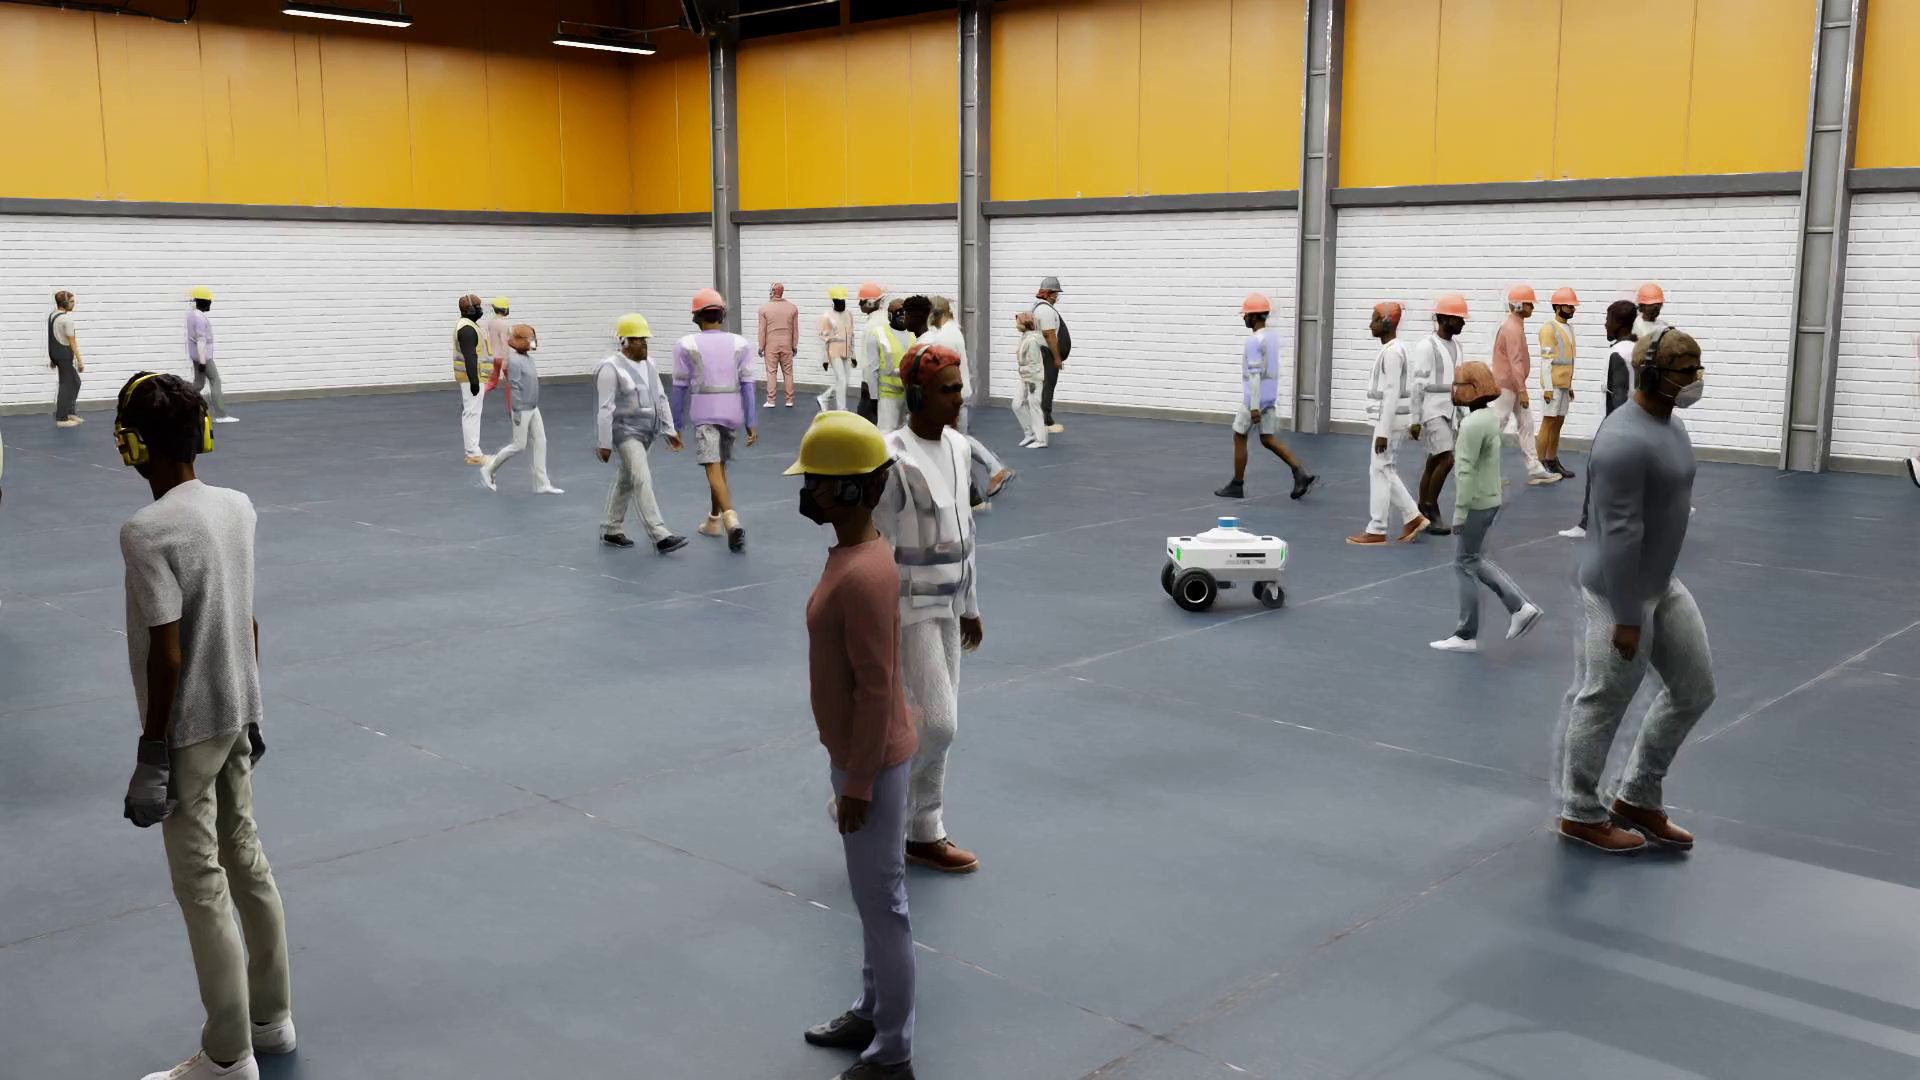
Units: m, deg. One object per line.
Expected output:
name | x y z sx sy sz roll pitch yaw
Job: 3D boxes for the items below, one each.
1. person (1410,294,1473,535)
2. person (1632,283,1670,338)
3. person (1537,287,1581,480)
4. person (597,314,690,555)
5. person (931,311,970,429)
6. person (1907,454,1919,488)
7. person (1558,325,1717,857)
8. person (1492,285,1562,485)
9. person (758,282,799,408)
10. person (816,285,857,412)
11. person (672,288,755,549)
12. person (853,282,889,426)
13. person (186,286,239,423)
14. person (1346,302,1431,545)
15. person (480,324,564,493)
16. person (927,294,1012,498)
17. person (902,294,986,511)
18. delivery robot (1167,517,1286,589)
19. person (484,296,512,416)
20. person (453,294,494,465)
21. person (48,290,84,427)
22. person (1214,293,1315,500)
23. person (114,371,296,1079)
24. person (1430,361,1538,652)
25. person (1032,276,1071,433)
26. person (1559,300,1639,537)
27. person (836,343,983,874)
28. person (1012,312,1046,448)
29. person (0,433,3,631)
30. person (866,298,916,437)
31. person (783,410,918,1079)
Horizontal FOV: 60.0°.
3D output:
person | 3.863 -0.992 13.261 0.565 1.917 0.584 -8 12 -41
person | 6.729 -1.549 16.477 0.617 1.998 1.005 -4 10 -23
person | 6.046 -1.575 16.784 0.355 1.938 0.545 9 13 44
person | -2.378 -0.791 12.446 0.904 1.782 0.598 4 10 23
person | -0.204 -2.196 21.655 0.903 1.587 0.535 7 12 37
person | 9.373 -1.389 15.802 0.643 1.887 0.646 0 9 -1
person | 2.447 0.207 5.897 0.596 1.916 0.656 8 12 40
person | 5.495 -1.486 16.173 0.930 1.953 0.642 3 10 20
person | -2.790 -2.976 25.455 0.647 1.913 0.409 -4 10 -24
person | -1.727 -2.584 23.082 0.693 1.900 0.593 7 11 35
person | -1.865 -0.936 12.758 0.621 1.989 1.074 -5 10 -28
person | -0.917 -1.705 17.443 0.439 1.979 0.647 1 9 8
person | -10.444 -2.531 22.786 0.843 1.899 0.600 -7 11 -36
person | 3.304 -0.877 12.713 0.609 1.873 0.593 3 10 15
person | -4.142 -1.224 15.631 0.717 1.607 0.509 1 9 8
person | 0.018 -1.296 15.213 0.871 1.903 0.649 1 9 6
person | -0.252 -1.163 14.373 1.036 1.913 0.610 1 9 3
delivery robot | 1.676 0.098 10.469 0.707 0.478 0.477 0 9 -3
person | -6.630 -2.608 23.737 0.520 1.735 0.755 8 12 41
person | -5.283 -1.741 18.091 0.429 1.846 0.630 -3 10 -18
person | -11.964 -2.428 22.339 0.559 1.825 0.571 7 12 38
person | 2.800 -1.306 15.231 0.869 1.906 0.552 6 11 35
person | -1.965 0.503 4.273 0.311 1.863 0.534 1 9 5
person | 2.895 -0.170 9.148 0.457 1.622 0.511 5 11 29
person | 1.176 -2.408 21.577 0.537 2.000 0.693 0 9 -3
person | 5.205 -0.919 12.932 0.868 1.896 0.586 8 12 41
person | -0.124 0.254 5.788 0.437 1.871 0.577 5 10 26
person | 0.841 -1.876 19.603 0.417 1.609 0.533 -2 10 -14
person | -5.809 -0.341 9.542 0.404 1.832 0.595 7 11 35
person | -0.580 -1.385 15.911 0.633 1.842 0.429 -5 10 -26
person | -0.275 0.551 4.271 0.331 1.768 0.526 -1 9 -6
